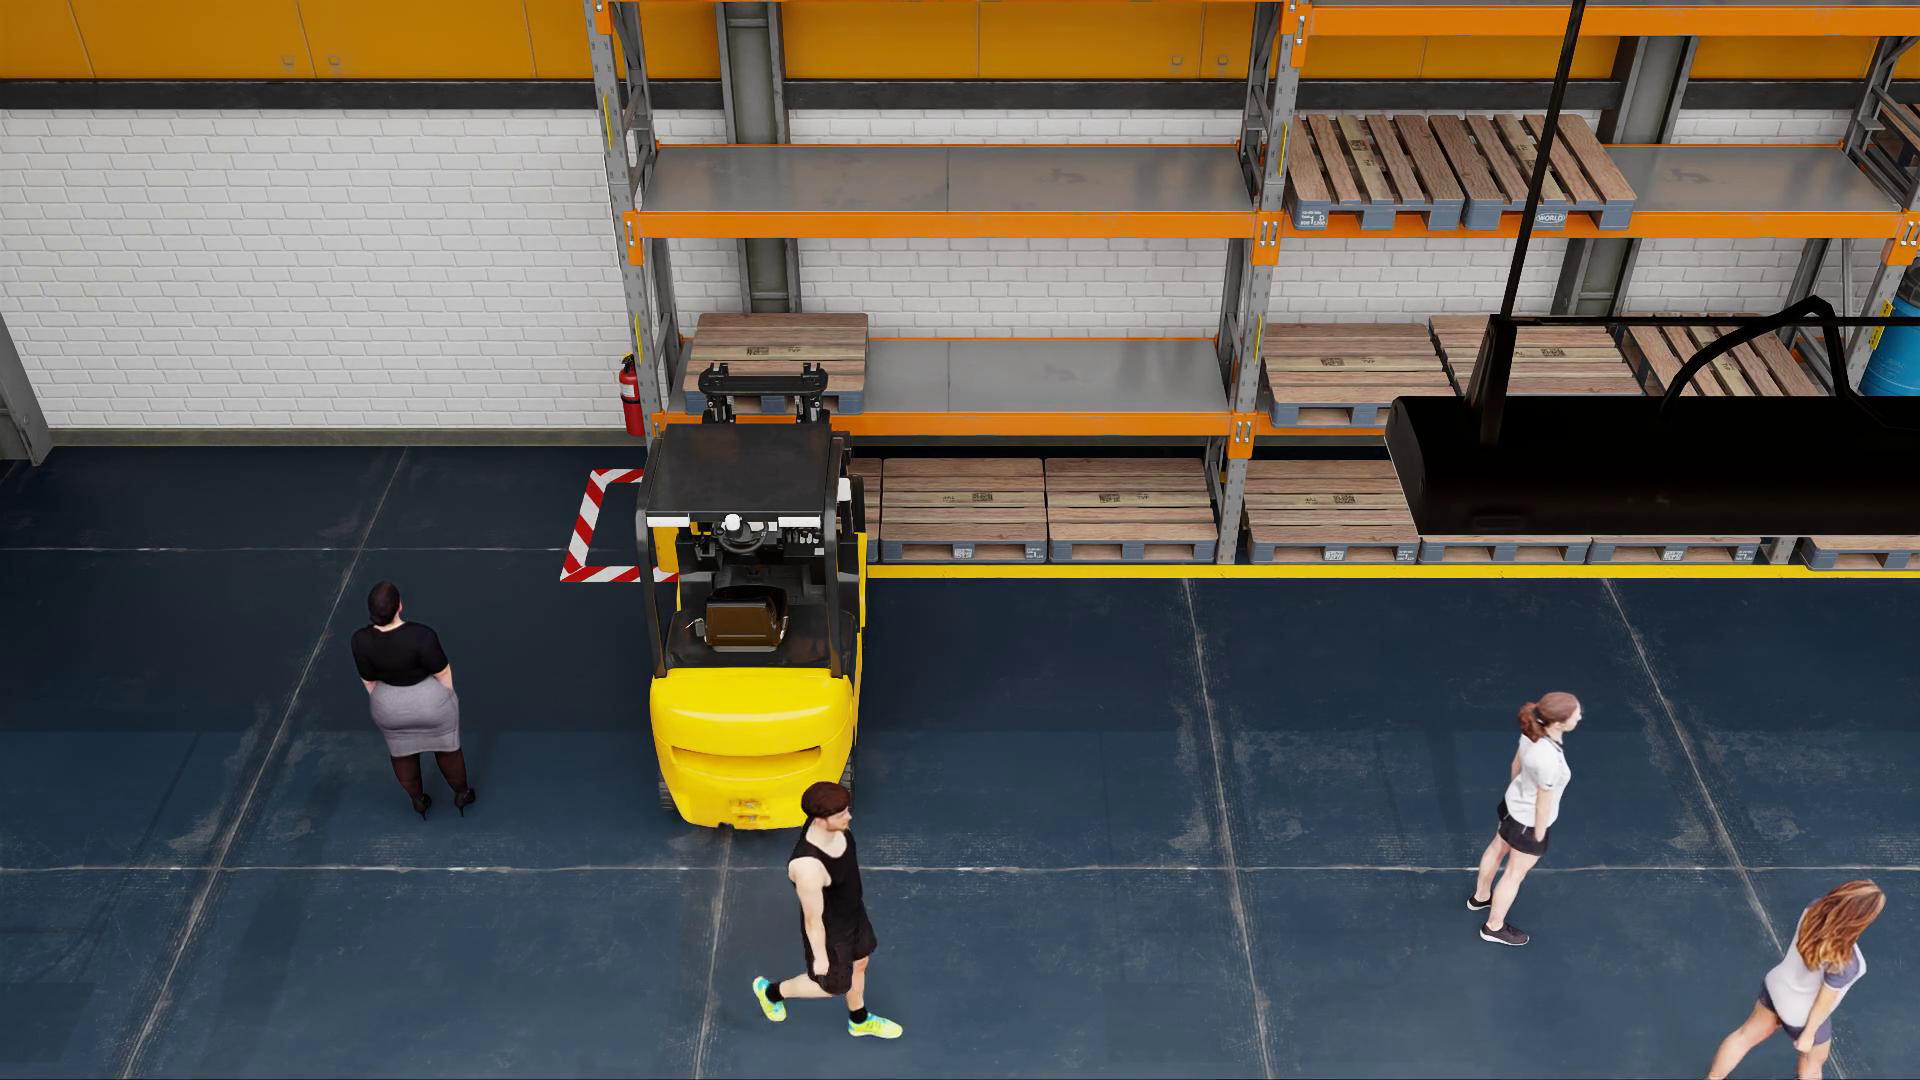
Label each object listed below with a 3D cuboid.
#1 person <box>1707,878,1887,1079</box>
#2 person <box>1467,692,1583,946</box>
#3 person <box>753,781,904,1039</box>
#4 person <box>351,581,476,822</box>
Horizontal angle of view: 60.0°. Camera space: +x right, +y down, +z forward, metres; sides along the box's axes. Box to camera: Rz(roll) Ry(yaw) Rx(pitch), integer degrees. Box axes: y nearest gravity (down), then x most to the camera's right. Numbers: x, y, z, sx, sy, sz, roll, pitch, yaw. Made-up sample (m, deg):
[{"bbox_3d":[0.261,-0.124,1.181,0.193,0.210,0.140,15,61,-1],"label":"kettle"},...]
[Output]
[{"bbox_3d":[3.976,2.238,8.071,0.949,1.701,0.609,0,39,0],"label":"person"},{"bbox_3d":[3.046,1.481,8.980,0.538,1.750,0.554,-1,39,-1],"label":"person"},{"bbox_3d":[-0.712,1.894,8.365,1.083,1.873,0.815,7,39,8],"label":"person"},{"bbox_3d":[-3.165,0.952,9.635,0.571,1.760,0.738,-3,39,-4],"label":"person"}]
